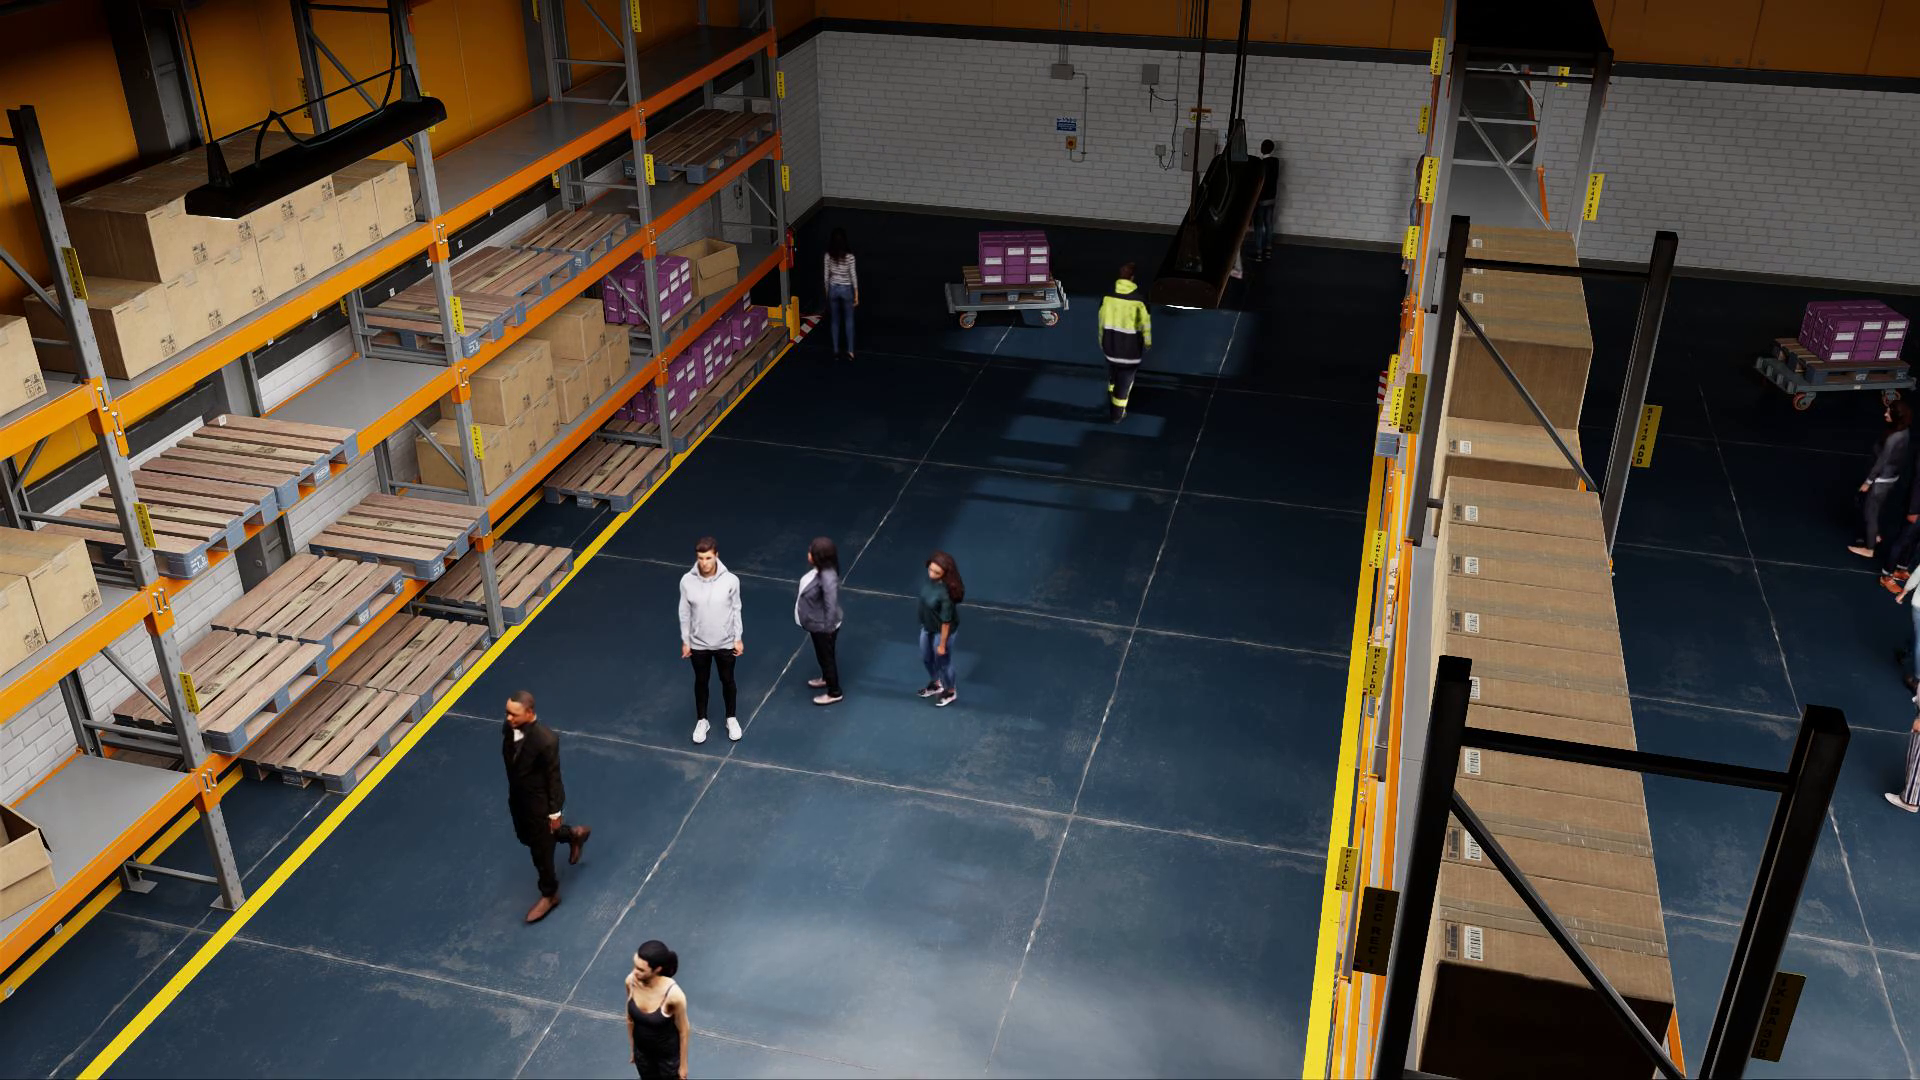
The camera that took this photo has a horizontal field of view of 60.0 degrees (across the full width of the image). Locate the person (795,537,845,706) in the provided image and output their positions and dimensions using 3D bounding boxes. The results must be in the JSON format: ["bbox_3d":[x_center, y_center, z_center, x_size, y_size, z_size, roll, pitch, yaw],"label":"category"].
[{"bbox_3d":[-1.184,0.690,14.640,0.838,1.594,0.736,-4,29,-8],"label":"person"}]

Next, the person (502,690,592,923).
[{"bbox_3d":[-3.025,1.864,12.180,0.930,1.888,1.124,22,35,34],"label":"person"}]

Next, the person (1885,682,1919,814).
[{"bbox_3d":[7.805,1.403,13.242,0.773,1.680,0.844,-17,33,-29],"label":"person"}]

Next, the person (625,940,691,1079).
[{"bbox_3d":[-1.807,3.091,10.099,0.593,1.727,0.566,12,31,21],"label":"person"}]

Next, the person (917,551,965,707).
[{"bbox_3d":[-0.158,0.769,14.493,0.794,1.596,0.726,-7,29,-12],"label":"person"}]

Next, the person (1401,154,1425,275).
[{"bbox_3d":[6.764,-4.828,24.544,0.697,1.797,0.529,-1,29,-1],"label":"person"}]

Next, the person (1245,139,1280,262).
[{"bbox_3d":[4.593,-5.131,25.076,0.714,1.820,0.803,-20,34,-32],"label":"person"}]

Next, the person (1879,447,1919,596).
[{"bbox_3d":[9.439,-0.358,16.327,0.767,1.818,0.845,-18,33,-29],"label":"person"}]

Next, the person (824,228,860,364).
[{"bbox_3d":[-1.542,-3.152,21.473,0.593,1.796,0.471,7,29,12],"label":"person"}]

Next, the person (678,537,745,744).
[{"bbox_3d":[-2.096,0.817,14.056,0.762,1.930,0.737,-4,29,-6],"label":"person"}]

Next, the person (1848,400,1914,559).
[{"bbox_3d":[9.414,-0.591,16.824,0.782,1.752,0.666,22,36,35],"label":"person"}]

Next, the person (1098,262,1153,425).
[{"bbox_3d":[1.910,-2.321,19.773,0.873,1.965,0.870,17,33,28],"label":"person"}]

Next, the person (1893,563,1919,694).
[{"bbox_3d":[8.662,0.610,14.760,0.736,1.619,0.962,-1,29,-2],"label":"person"}]
